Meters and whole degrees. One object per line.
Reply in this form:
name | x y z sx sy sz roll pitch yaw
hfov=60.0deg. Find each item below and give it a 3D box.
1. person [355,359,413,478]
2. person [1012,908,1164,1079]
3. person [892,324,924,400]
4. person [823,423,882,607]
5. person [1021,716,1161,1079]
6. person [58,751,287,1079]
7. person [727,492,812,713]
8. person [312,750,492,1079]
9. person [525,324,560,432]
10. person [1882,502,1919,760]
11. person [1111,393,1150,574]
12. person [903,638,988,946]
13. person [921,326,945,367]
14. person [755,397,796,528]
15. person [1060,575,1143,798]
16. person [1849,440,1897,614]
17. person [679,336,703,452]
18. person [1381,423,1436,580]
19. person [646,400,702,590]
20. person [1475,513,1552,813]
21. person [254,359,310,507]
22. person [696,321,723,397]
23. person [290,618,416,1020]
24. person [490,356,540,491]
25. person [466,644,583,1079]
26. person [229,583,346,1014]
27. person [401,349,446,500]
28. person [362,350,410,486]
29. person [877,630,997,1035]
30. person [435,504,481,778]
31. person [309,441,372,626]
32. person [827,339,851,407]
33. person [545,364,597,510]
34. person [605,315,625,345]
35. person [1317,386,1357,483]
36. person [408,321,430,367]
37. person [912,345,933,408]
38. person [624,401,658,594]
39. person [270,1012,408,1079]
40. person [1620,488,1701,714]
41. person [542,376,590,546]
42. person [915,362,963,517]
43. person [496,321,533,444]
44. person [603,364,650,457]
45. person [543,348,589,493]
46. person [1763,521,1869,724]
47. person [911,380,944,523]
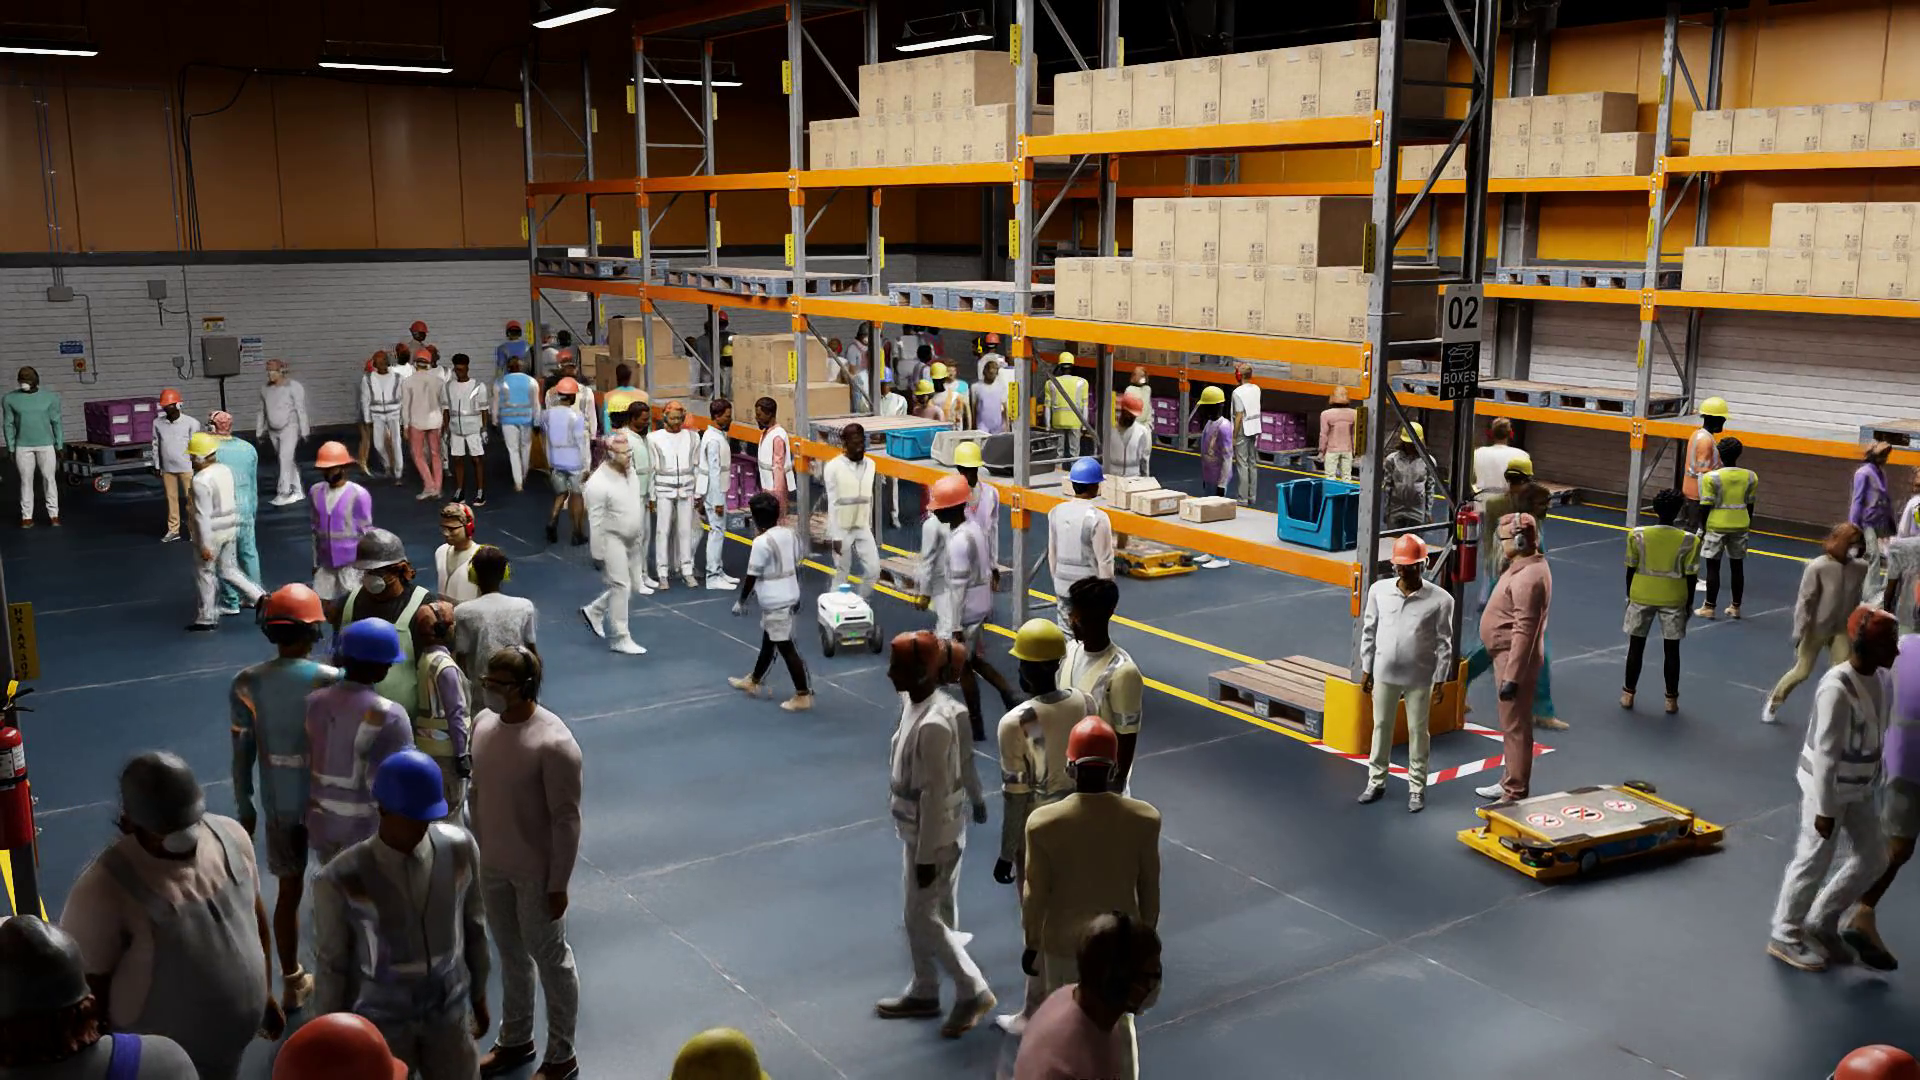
person | -8.173 -1.693 23.376 0.921 1.697 0.562 6 13 28
person | 0.265 1.905 4.602 1.106 1.850 0.632 0 11 2
person | -0.896 -3.004 29.520 0.615 1.937 0.859 -2 11 -10
person | -0.942 -0.084 14.661 0.601 1.900 0.537 -10 15 -43
person | 0.512 1.555 6.632 0.576 1.749 0.335 -2 11 -12
person | -2.755 1.596 5.686 0.851 2.000 0.699 4 12 20
person | -1.460 0.462 12.482 0.823 1.647 0.535 3 12 17
person | -1.945 1.632 5.794 0.639 1.923 0.563 -10 15 -42
person | -6.528 -2.410 26.187 0.706 2.000 0.704 8 13 34
person | 6.495 0.598 11.231 0.513 1.872 0.328 7 13 30
person | 1.680 -0.623 17.457 0.585 1.889 0.745 -1 11 -4
person | -0.072 1.274 8.376 0.414 1.625 0.525 -7 13 -33
person | -0.472 -3.110 30.351 0.472 1.831 0.634 7 13 33
person | -1.860 -0.487 16.701 0.400 1.908 0.599 -4 12 -18
person | 0.651 1.132 8.246 0.367 1.967 0.606 -6 13 -28
person | 8.569 -0.125 15.563 0.554 1.617 0.527 -10 15 -42
person | -4.191 -2.243 25.846 0.343 1.839 0.502 7 13 34
person | 4.317 -0.273 16.035 0.484 1.735 0.311 3 11 13
person | -2.842 -0.451 16.569 0.575 1.882 0.355 -5 12 -25
person | 3.414 0.767 10.287 0.409 1.903 0.639 4 12 19
person | -8.730 -1.353 21.195 0.683 1.872 0.873 5 12 22
person | -4.314 -2.845 28.754 0.619 1.897 0.755 -7 13 -31
person | -2.726 1.278 7.689 0.624 1.891 0.976 5 12 23
person | -6.092 -1.609 22.711 0.628 1.802 0.919 -6 13 -29
person | -1.851 1.383 7.036 0.631 1.940 0.372 8 13 34
person | -3.038 1.208 7.711 0.622 2.027 0.441 2 11 11
person | -6.991 -1.509 21.767 0.636 1.972 0.509 -8 14 -35
person | -7.869 -1.678 22.871 0.659 1.870 0.473 -3 11 -13
person | -0.122 1.317 7.554 0.504 1.877 0.599 -1 11 -5
person | -3.237 0.655 11.038 0.568 1.836 0.381 9 14 38
person | -4.952 0.161 13.314 0.563 1.927 0.424 3 11 15
person | -1.961 -2.177 25.624 0.576 1.803 0.642 7 13 33
person | -4.904 -1.303 21.032 0.630 1.842 0.429 -1 11 -7
person | -6.034 -3.004 29.436 0.366 1.957 0.600 -11 15 -44
person | 4.617 -1.059 20.315 0.507 1.632 0.272 -2 11 -8
person | -8.854 -2.594 27.278 0.413 1.985 0.620 1 11 4
person | -0.576 -2.200 25.990 0.322 1.696 0.536 -5 12 -23
person | -3.184 -0.419 16.340 0.399 1.908 0.606 1 11 4
person | -1.359 2.003 3.716 0.617 1.993 0.396 4 12 20
person | 5.236 0.454 12.450 0.530 1.690 0.322 5 12 25
person | -4.403 -0.861 18.568 0.571 1.920 0.535 4 12 21
person | -0.256 -1.213 20.352 0.594 1.924 0.382 -1 11 -3
person | -7.067 -2.525 26.874 0.851 2.009 0.617 -4 12 -19
person | -4.136 -1.225 20.522 0.614 1.877 0.914 -6 12 -28
person | -5.199 -1.550 22.017 0.669 1.953 0.744 0 11 -2
person | 6.109 0.613 11.865 0.514 1.597 0.662 -2 11 -9
person | -0.402 -1.047 19.955 0.519 1.758 0.349 11 15 43
